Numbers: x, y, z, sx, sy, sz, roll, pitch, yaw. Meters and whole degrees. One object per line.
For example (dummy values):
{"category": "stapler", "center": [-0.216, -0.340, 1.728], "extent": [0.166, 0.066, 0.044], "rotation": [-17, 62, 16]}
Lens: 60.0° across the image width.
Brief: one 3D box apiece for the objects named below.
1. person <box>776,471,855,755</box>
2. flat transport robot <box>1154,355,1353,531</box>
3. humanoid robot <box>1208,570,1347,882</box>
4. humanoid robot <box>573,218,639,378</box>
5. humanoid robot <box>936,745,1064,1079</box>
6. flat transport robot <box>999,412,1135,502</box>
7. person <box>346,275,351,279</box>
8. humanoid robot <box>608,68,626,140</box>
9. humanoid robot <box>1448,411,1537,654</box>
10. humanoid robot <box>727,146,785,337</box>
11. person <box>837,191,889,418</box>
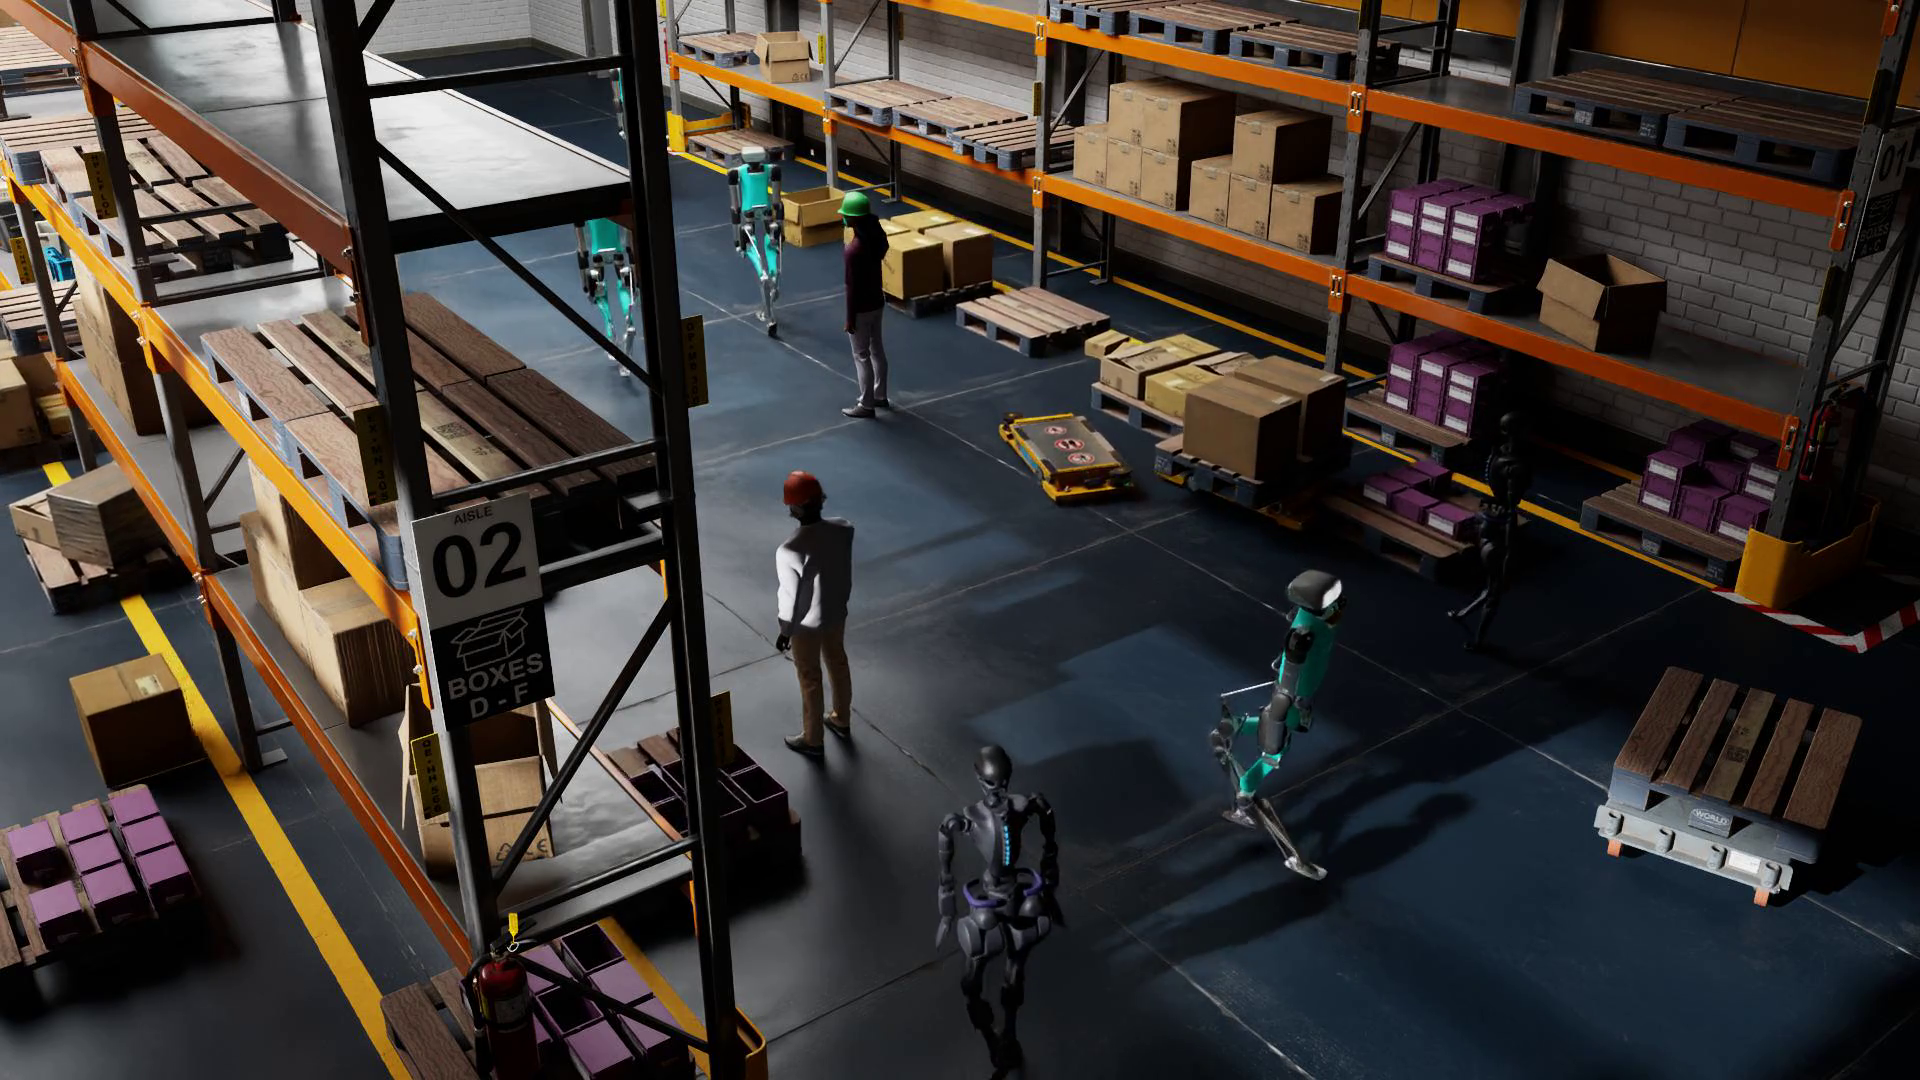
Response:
{"category": "person", "center": [-0.845, 0.415, 9.517], "extent": [0.335, 1.742, 0.562], "rotation": [21, 33, 35]}
{"category": "flat transport robot", "center": [2.264, -0.462, 12.907], "extent": [0.659, 0.231, 1.431], "rotation": [-23, 35, -38]}
{"category": "humanoid robot", "center": [1.569, 0.908, 8.548], "extent": [0.953, 1.755, 0.567], "rotation": [16, 31, 29]}
{"category": "humanoid robot", "center": [-3.111, -2.256, 14.809], "extent": [0.550, 1.733, 0.970], "rotation": [-5, 27, -11]}
{"category": "humanoid robot", "center": [0.213, 1.635, 7.167], "extent": [0.587, 1.638, 0.510], "rotation": [-9, 28, -18]}
{"category": "flat transport robot", "center": [0.840, -0.701, 13.382], "extent": [0.659, 0.231, 1.431], "rotation": [-8, 28, -15]}
{"category": "person", "center": [-5.231, -2.051, 14.445], "extent": [0.440, 1.724, 0.559], "rotation": [11, 29, 20]}
{"category": "humanoid robot", "center": [-3.879, -5.106, 20.361], "extent": [0.533, 1.677, 0.735], "rotation": [-18, 32, -32]}
{"category": "humanoid robot", "center": [3.382, -0.038, 10.490], "extent": [0.405, 1.645, 0.589], "rotation": [4, 27, 8]}
{"category": "humanoid robot", "center": [-1.857, -2.819, 16.008], "extent": [0.532, 1.770, 0.999], "rotation": [-10, 28, -18]}
{"category": "person", "center": [-0.814, -1.981, 14.073], "extent": [0.433, 1.944, 0.481], "rotation": [14, 30, 25]}
